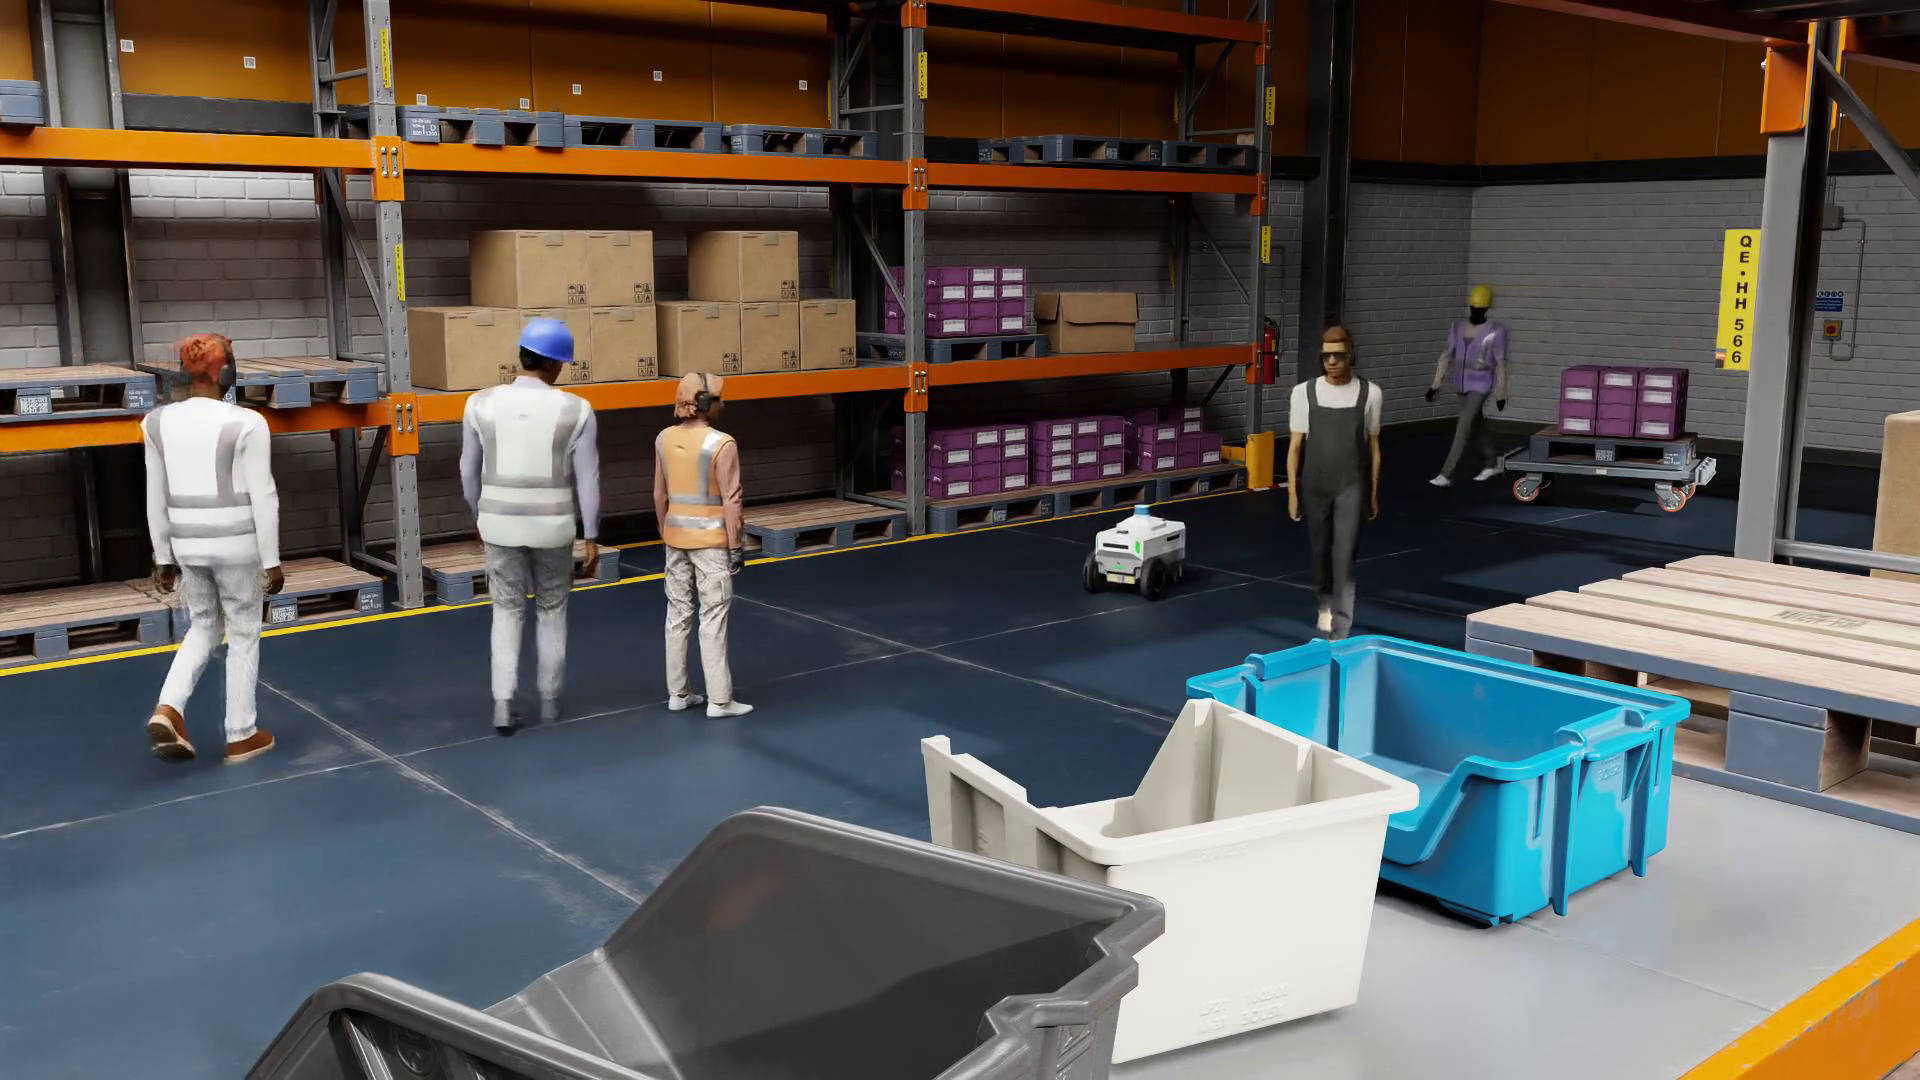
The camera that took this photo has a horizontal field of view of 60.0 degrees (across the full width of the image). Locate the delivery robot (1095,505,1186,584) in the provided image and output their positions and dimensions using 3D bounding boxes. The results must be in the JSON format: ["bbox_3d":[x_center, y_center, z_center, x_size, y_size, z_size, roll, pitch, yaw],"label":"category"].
[{"bbox_3d":[1.168,0.016,10.698,0.477,0.478,0.707,7,12,33],"label":"delivery robot"}]

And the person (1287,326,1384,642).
[{"bbox_3d":[2.083,-0.300,9.278,0.505,1.802,0.971,3,11,16],"label":"person"}]

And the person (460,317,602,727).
[{"bbox_3d":[-1.957,-0.068,7.639,0.635,1.906,0.489,-1,10,-7],"label":"person"}]

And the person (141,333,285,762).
[{"bbox_3d":[-3.179,0.063,7.042,0.574,1.869,0.539,2,10,11],"label":"person"}]

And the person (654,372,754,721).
[{"bbox_3d":[-1.226,0.030,7.852,0.517,1.636,0.314,7,12,35],"label":"person"}]

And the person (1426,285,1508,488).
[{"bbox_3d":[4.748,-1.420,15.370,1.042,1.864,0.615,-6,12,-30],"label":"person"}]
